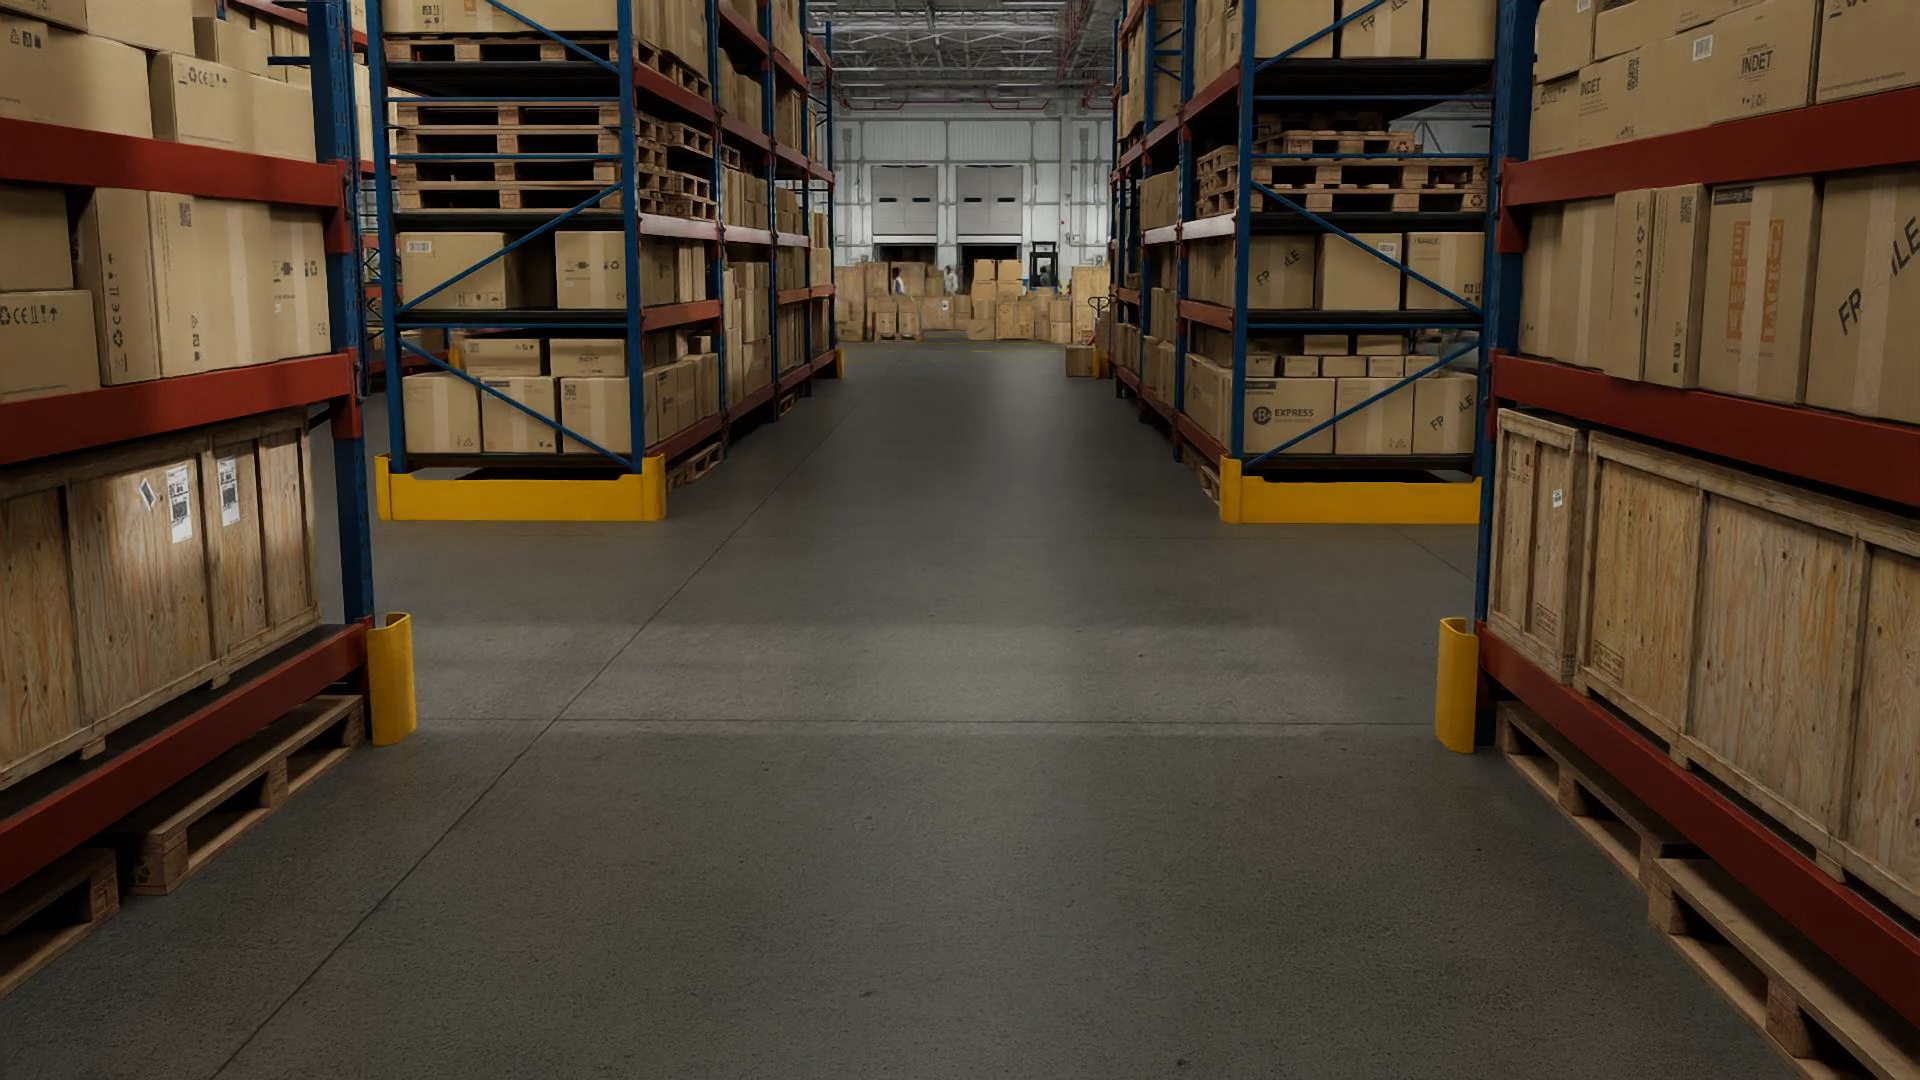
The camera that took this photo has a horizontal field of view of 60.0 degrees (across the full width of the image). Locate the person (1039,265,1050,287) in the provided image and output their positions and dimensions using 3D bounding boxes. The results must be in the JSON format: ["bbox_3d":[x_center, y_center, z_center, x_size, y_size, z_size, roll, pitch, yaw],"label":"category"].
[{"bbox_3d":[3.022,-8.866,59.528,0.490,1.921,0.645,4,10,25],"label":"person"}]

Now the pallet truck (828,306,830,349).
[{"bbox_3d":[-3.100,-3.940,29.800,1.885,1.965,0.823,3,10,19],"label":"pallet truck"}]

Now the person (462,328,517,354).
[{"bbox_3d":[-5.806,-2.333,20.577,0.689,1.864,0.473,-4,10,-23],"label":"person"}]

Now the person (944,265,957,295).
[{"bbox_3d":[-0.435,-9.283,62.027,0.653,1.922,0.432,5,11,30],"label":"person"}]

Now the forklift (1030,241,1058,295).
[{"bbox_3d":[3.223,-10.085,63.971,1.129,2.768,1.873,0,9,1],"label":"forklift"}]

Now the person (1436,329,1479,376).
[{"bbox_3d":[5.182,-1.815,16.981,0.645,2.027,0.477,0,9,2],"label":"person"}]

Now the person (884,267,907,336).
[{"bbox_3d":[-1.815,-6.504,45.484,0.812,1.885,0.611,0,9,2],"label":"person"}]
